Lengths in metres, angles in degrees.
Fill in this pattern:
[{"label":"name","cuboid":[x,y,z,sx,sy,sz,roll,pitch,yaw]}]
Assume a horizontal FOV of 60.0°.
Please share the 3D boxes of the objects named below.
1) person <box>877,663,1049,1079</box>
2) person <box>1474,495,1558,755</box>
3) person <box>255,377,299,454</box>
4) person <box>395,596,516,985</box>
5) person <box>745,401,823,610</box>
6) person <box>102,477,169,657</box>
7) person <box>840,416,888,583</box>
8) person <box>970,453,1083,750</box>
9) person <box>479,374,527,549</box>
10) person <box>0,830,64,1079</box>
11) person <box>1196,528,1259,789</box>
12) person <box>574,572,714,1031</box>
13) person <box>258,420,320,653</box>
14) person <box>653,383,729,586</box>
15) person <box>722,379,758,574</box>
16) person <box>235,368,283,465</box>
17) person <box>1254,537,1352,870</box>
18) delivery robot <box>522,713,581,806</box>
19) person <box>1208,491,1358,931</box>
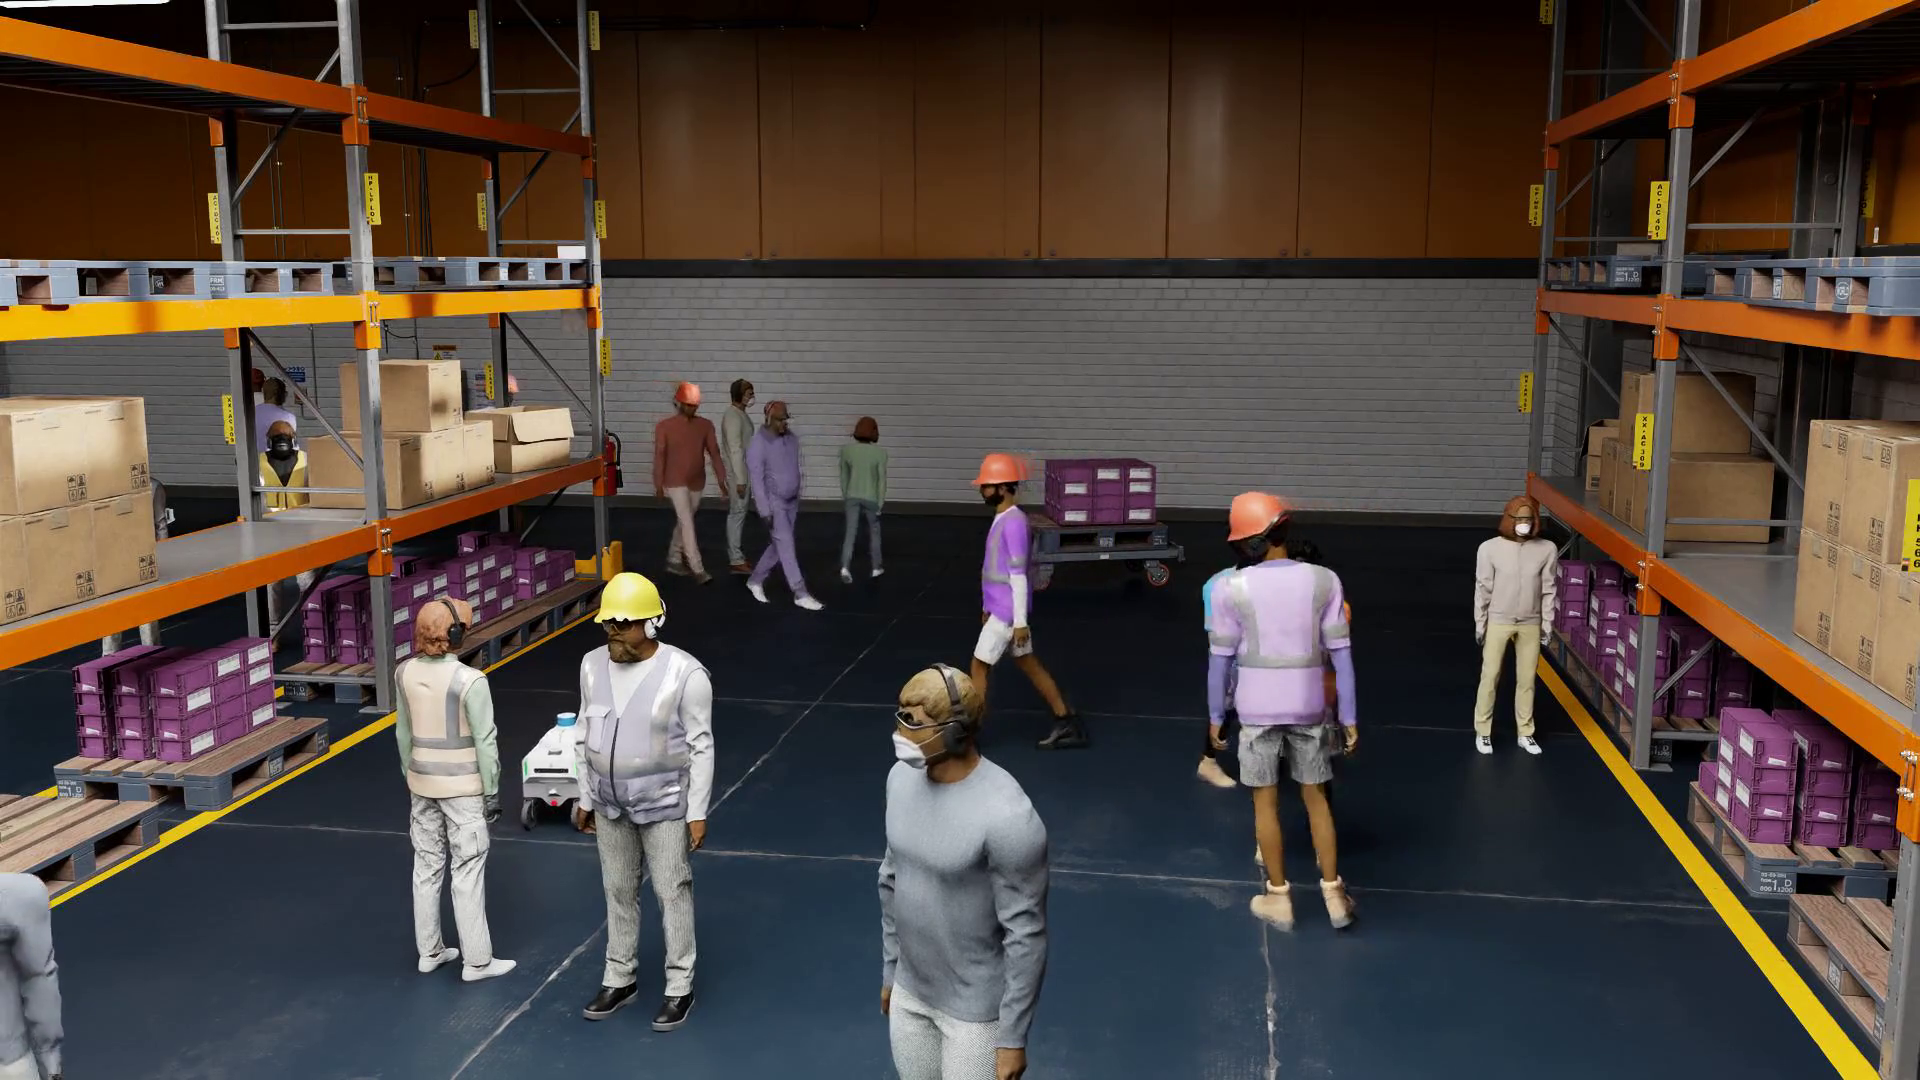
[{"label":"person","cuboid":[-0.013,1.283,4.651,0.351,1.936,0.634,-7,12,-37]},{"label":"person","cuboid":[3.425,0.528,10.282,0.495,1.626,0.285,0,9,1]},{"label":"person","cuboid":[-6.864,-0.662,16.670,0.627,1.933,0.356,4,10,23]},{"label":"person","cuboid":[-2.142,1.052,6.995,0.521,1.640,0.307,5,10,26]},{"label":"person","cuboid":[-1.573,-0.309,14.800,0.938,1.844,0.700,6,11,31]},{"label":"person","cuboid":[-6.040,0.140,12.021,0.590,1.833,0.404,-3,10,-19]},{"label":"person","cuboid":[-0.947,-0.390,16.019,0.499,1.598,0.817,2,9,12]},{"label":"person","cuboid":[0.302,0.400,10.271,1.007,1.889,0.565,0,9,-1]},{"label":"person","cuboid":[-4.898,-0.827,17.771,0.555,1.912,0.823,-7,12,-37]},{"label":"person","cuboid":[-2.765,1.455,4.593,0.497,1.617,0.547,-2,9,-11]},{"label":"person","cuboid":[1.585,0.667,9.339,0.552,1.651,0.769,-2,9,-12]},{"label":"person","cuboid":[-1.263,1.025,6.565,0.597,1.831,0.403,3,10,21]},{"label":"person","cuboid":[-5.284,-0.026,13.065,0.622,1.835,0.430,-4,10,-23]},{"label":"person","cuboid":[-2.618,-0.547,15.999,0.618,1.937,1.055,-7,11,-36]},{"label":"person","cuboid":[-2.179,-0.628,16.458,0.368,1.936,0.633,-1,9,-4]},{"label":"person","cuboid":[-7.998,-1.020,19.019,0.337,1.882,0.583,9,13,44]},{"label":"person","cuboid":[1.680,0.817,8.309,0.534,1.688,0.320,1,9,5]},{"label":"delivery robot","cuboid":[-2.158,1.196,9.154,0.477,0.478,0.707,0,9,1]},{"label":"person","cuboid":[1.456,0.774,7.619,0.652,1.993,0.527,0,9,-2]}]
